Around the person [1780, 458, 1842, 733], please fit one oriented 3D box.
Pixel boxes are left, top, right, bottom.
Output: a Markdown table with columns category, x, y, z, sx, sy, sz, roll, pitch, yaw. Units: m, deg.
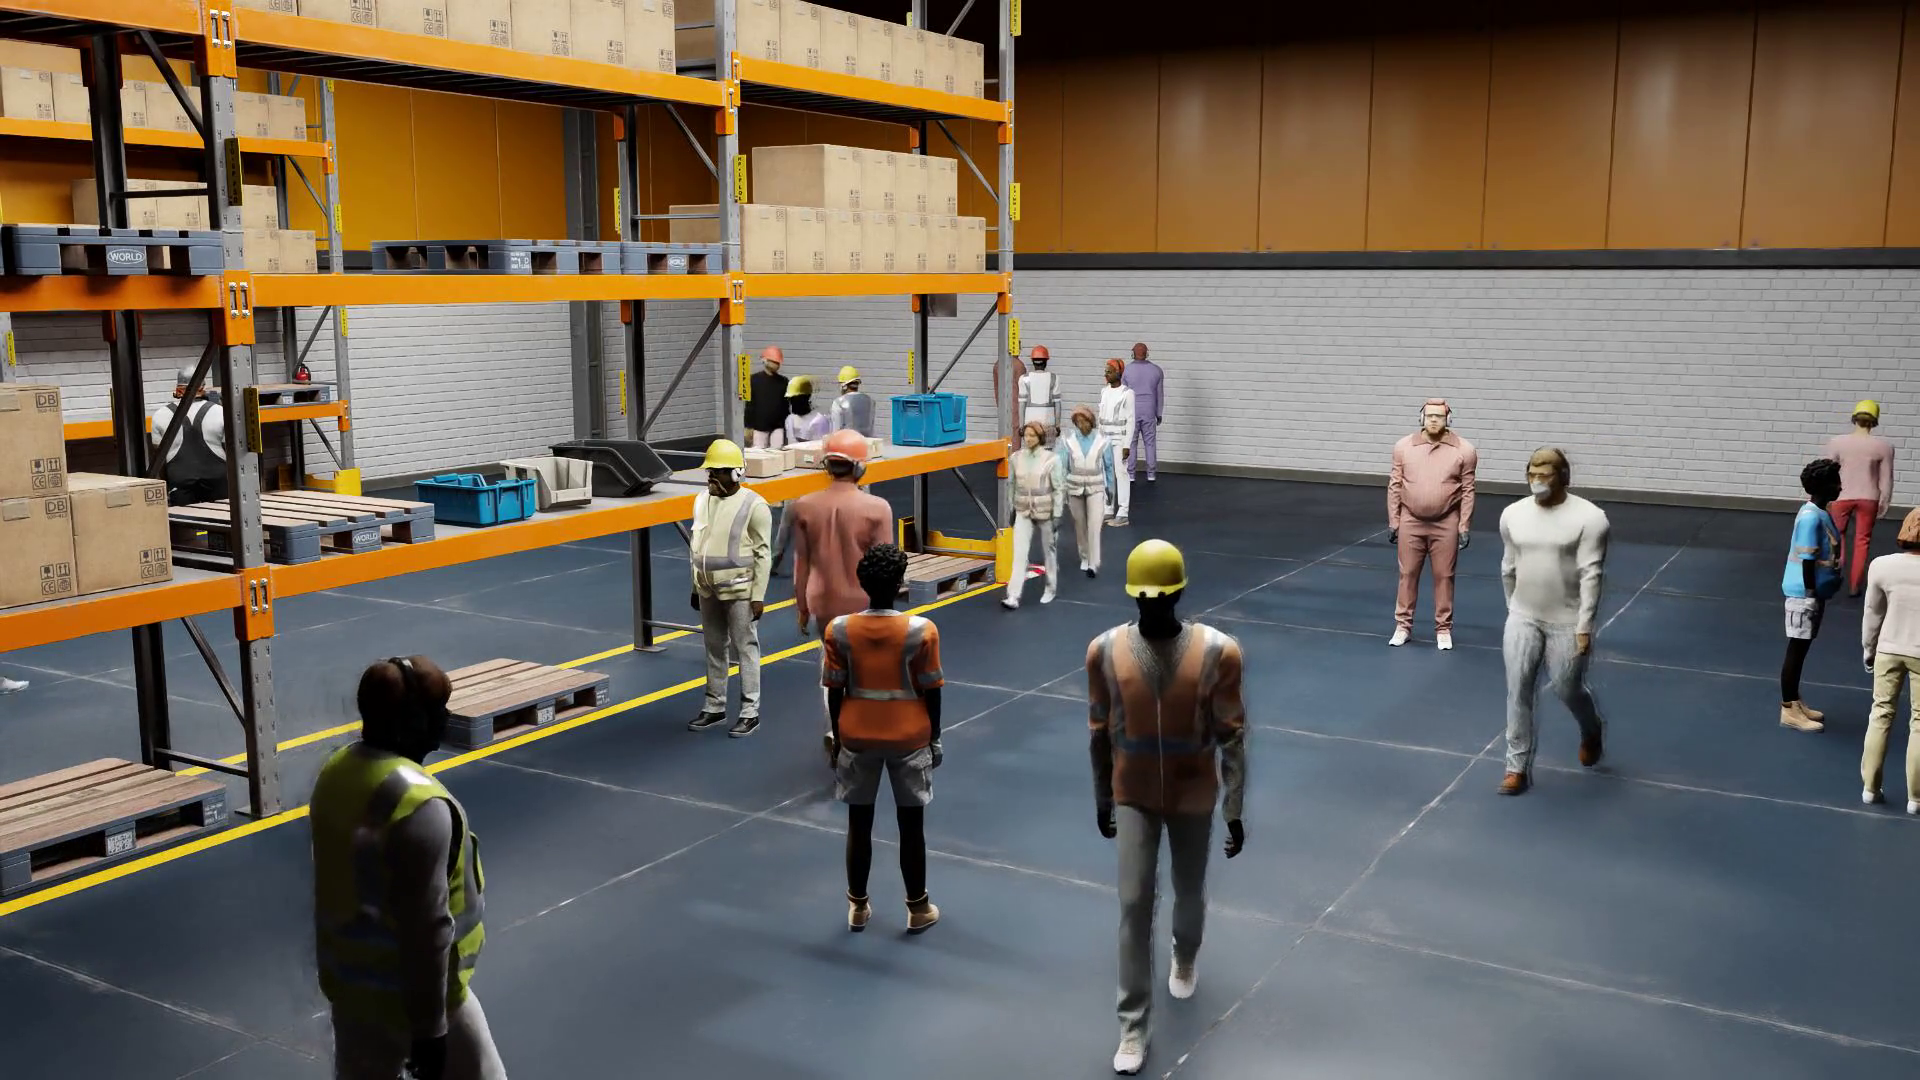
| category | x | y | z | sx | sy | sz | roll | pitch | yaw |
| --- | --- | --- | --- | --- | --- | --- | --- | --- | --- |
| person | 5.319 | 0.335 | 10.398 | 0.321 | 1.697 | 0.529 | 5 | 11 | 30 |

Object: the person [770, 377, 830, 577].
| category | x | y | z | sx | sy | sz | roll | pitch | yaw |
| --- | --- | --- | --- | --- | --- | --- | --- | --- | --- |
| person | -1.494 | -0.576 | 15.532 | 0.592 | 1.880 | 0.971 | 8 | 12 | 39 |

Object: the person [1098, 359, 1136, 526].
| category | x | y | z | sx | sy | sz | roll | pitch | yaw |
| --- | --- | --- | --- | --- | --- | --- | --- | --- | --- |
| person | 1.738 | -1.096 | 18.758 | 0.356 | 1.883 | 0.572 | -6 | 11 | -32 |

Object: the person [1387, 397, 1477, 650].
| category | x | y | z | sx | sy | sz | roll | pitch | yaw |
| --- | --- | --- | --- | --- | --- | --- | --- | --- | --- |
| person | 3.554 | -0.124 | 12.597 | 0.641 | 1.913 | 0.408 | 3 | 10 | 21 |

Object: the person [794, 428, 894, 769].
| category | x | y | z | sx | sy | sz | roll | pitch | yaw |
| --- | --- | --- | --- | --- | --- | --- | --- | --- | --- |
| person | -0.666 | 0.365 | 9.360 | 0.622 | 1.978 | 0.675 | 3 | 10 | 18 |

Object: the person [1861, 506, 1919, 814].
| category | x | y | z | sx | sy | sz | roll | pitch | yaw |
| --- | --- | --- | --- | --- | --- | --- | --- | --- | --- |
| person | 5.030 | 0.627 | 8.799 | 0.277 | 1.628 | 0.501 | -7 | 11 | -36 |

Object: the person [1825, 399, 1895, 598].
| category | x | y | z | sx | sy | sz | roll | pitch | yaw |
| --- | --- | --- | --- | --- | --- | --- | --- | --- | --- |
| person | 7.871 | -0.363 | 14.584 | 0.541 | 1.750 | 0.368 | 6 | 11 | 31 |

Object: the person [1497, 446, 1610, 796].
| category | x | y | z | sx | sy | sz | roll | pitch | yaw |
| --- | --- | --- | --- | --- | --- | --- | --- | --- | --- |
| person | 3.281 | 0.422 | 9.189 | 0.627 | 1.918 | 0.814 | 8 | 12 | 41 |

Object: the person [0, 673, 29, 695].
| category | x | y | z | sx | sy | sz | roll | pitch | yaw |
| --- | --- | --- | --- | --- | --- | --- | --- | --- | --- |
| person | -6.803 | 0.247 | 11.007 | 0.911 | 1.679 | 0.509 | -7 | 11 | -36 |

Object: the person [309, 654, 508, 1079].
| category | x | y | z | sx | sy | sz | roll | pitch | yaw |
| --- | --- | --- | --- | --- | --- | --- | --- | --- | --- |
| person | -1.422 | 1.199 | 4.633 | 0.833 | 1.811 | 0.661 | -9 | 13 | -43 |

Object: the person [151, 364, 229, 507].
| category | x | y | z | sx | sy | sz | roll | pitch | yaw |
| --- | --- | --- | --- | --- | --- | --- | --- | --- | --- |
| person | -6.843 | -0.563 | 14.937 | 0.682 | 2.000 | 0.538 | -3 | 10 | -21 |

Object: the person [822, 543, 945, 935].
| category | x | y | z | sx | sy | sz | roll | pitch | yaw |
| --- | --- | --- | --- | --- | --- | --- | --- | --- | --- |
| person | -0.321 | 0.856 | 7.145 | 0.530 | 1.697 | 0.321 | 2 | 9 | 10 |

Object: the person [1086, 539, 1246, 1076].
| category | x | y | z | sx | sy | sz | roll | pitch | yaw |
| --- | --- | --- | --- | --- | --- | --- | --- | --- | --- |
| person | 0.768 | 0.913 | 6.215 | 0.598 | 1.894 | 0.945 | 2 | 9 | 11 |

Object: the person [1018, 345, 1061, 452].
| category | x | y | z | sx | sy | sz | roll | pitch | yaw |
| --- | --- | --- | --- | --- | --- | --- | --- | --- | --- |
| person | 1.006 | -1.496 | 21.084 | 0.549 | 1.933 | 0.373 | 0 | 9 | 0 |

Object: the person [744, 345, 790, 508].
| category | x | y | z | sx | sy | sz | roll | pitch | yaw |
| --- | --- | --- | --- | --- | --- | --- | --- | --- | --- |
| person | -2.371 | -1.398 | 20.337 | 0.623 | 1.974 | 0.671 | -5 | 10 | -28 |

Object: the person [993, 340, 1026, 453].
| category | x | y | z | sx | sy | sz | roll | pitch | yaw |
| --- | --- | --- | --- | --- | --- | --- | --- | --- | --- |
| person | 0.773 | -1.966 | 24.125 | 0.409 | 1.904 | 0.640 | -8 | 12 | -39 |

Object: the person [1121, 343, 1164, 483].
| category | x | y | z | sx | sy | sz | roll | pitch | yaw |
| --- | --- | --- | --- | --- | --- | --- | --- | --- | --- |
| person | 2.443 | -1.730 | 22.646 | 0.650 | 1.904 | 0.401 | -2 | 9 | -9 |

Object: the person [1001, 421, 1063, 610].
| category | x | y | z | sx | sy | sz | roll | pitch | yaw |
| --- | --- | --- | --- | --- | --- | --- | --- | --- | --- |
| person | 0.618 | -0.207 | 14.078 | 0.538 | 1.586 | 0.848 | 4 | 10 | 26 |

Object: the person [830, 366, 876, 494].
| category | x | y | z | sx | sy | sz | roll | pitch | yaw |
| --- | --- | --- | --- | --- | --- | --- | --- | --- | --- |
| person | -1.198 | -0.998 | 18.329 | 0.599 | 1.826 | 0.403 | -8 | 12 | -42 |

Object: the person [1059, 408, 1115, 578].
| category | x | y | z | sx | sy | sz | roll | pitch | yaw |
| --- | --- | --- | --- | --- | --- | --- | --- | --- | --- |
| person | 1.186 | -0.447 | 15.626 | 0.517 | 1.580 | 0.921 | 1 | 9 | 8 |

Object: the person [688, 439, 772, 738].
| category | x | y | z | sx | sy | sz | roll | pitch | yaw |
| --- | --- | --- | --- | --- | --- | --- | --- | --- | --- |
| person | -1.437 | 0.294 | 10.229 | 0.588 | 1.835 | 0.403 | 6 | 11 | 32 |
